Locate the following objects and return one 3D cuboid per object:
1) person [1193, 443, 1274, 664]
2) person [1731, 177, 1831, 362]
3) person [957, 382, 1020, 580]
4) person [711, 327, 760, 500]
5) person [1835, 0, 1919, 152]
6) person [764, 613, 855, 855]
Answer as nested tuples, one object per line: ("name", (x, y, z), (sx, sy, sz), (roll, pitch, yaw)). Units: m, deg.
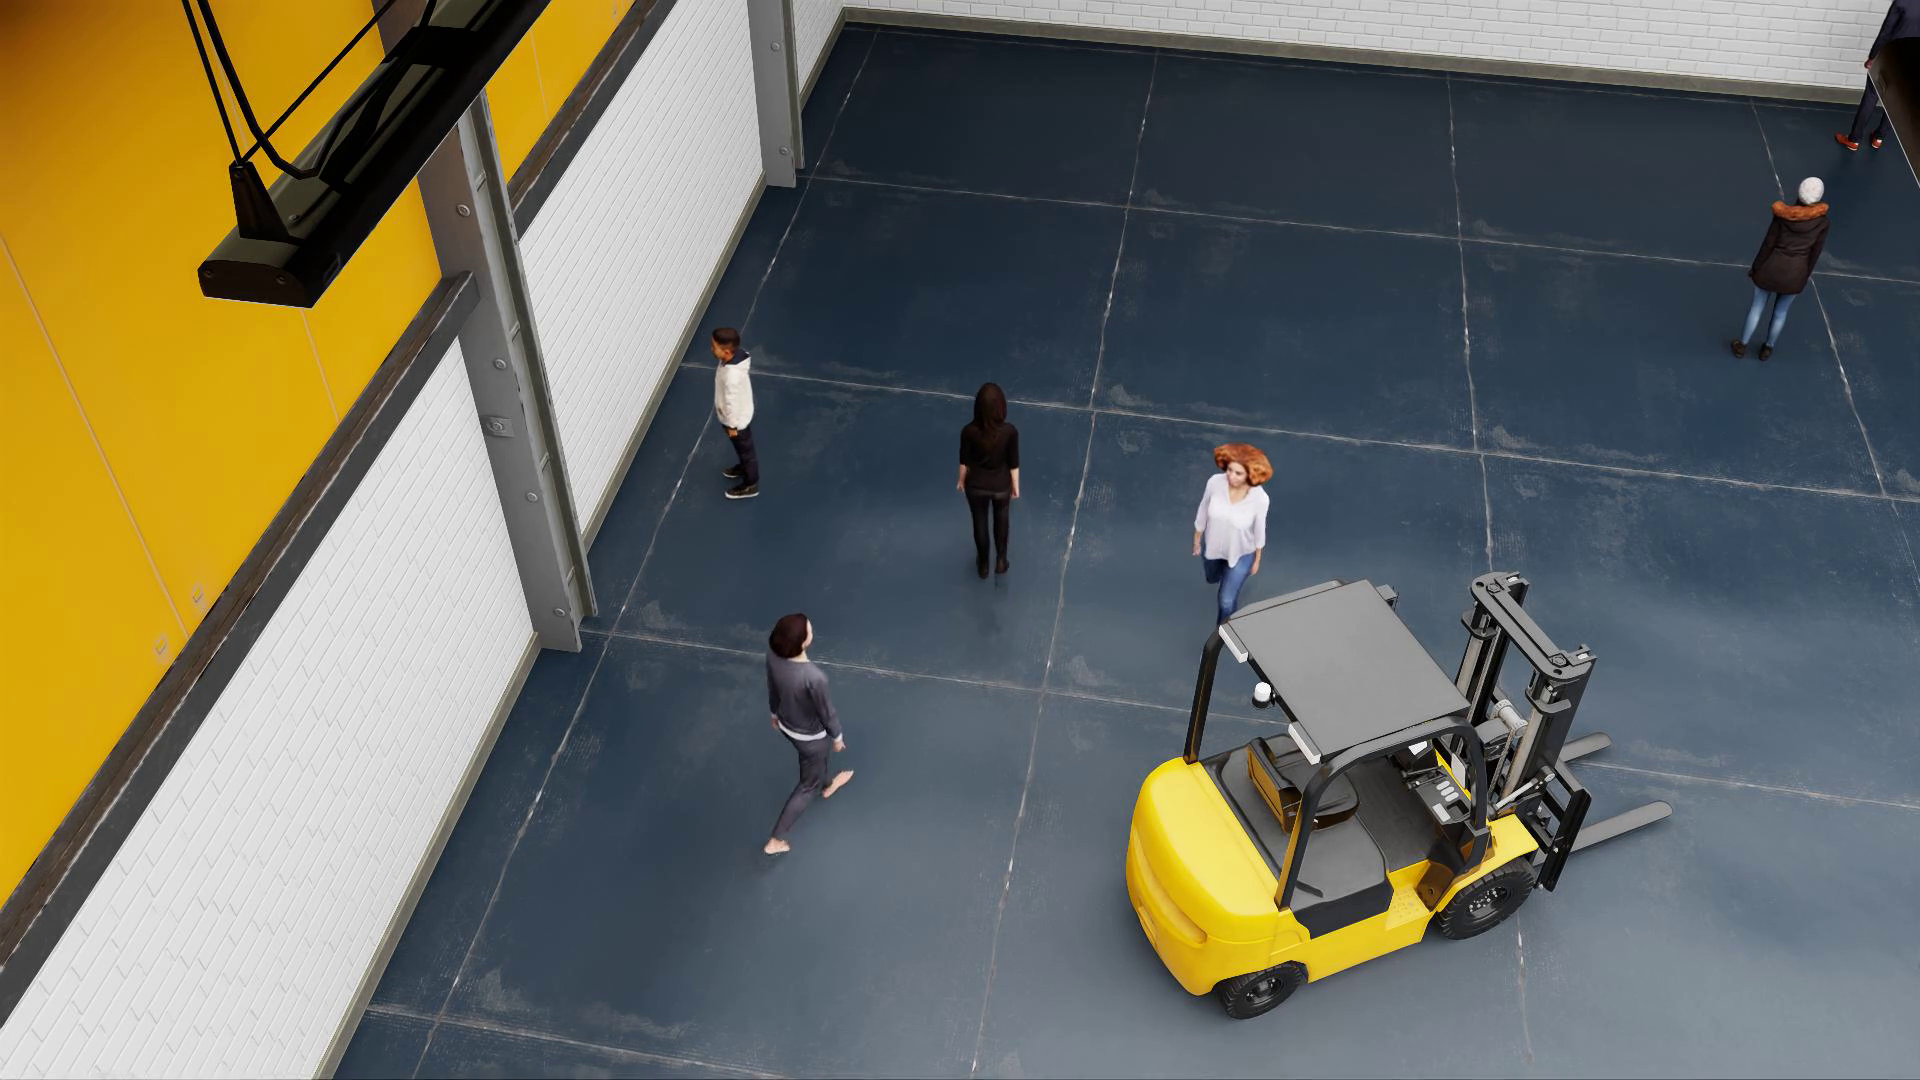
("person", (1.812, -0.012, 10.915), (0.914, 1.690, 1.134), (25, 49, 24))
("person", (6.524, -2.139, 13.188), (0.657, 1.636, 0.637), (13, 45, 13))
("person", (0.194, -0.326, 11.287), (0.634, 1.632, 0.652), (-3, 44, -3))
("person", (-1.610, -0.946, 12.070), (0.720, 1.450, 0.569), (-6, 44, -6))
("person", (8.744, -4.498, 15.527), (0.733, 1.825, 0.677), (-1, 44, -1))
("person", (-0.958, 1.143, 9.668), (0.973, 1.739, 1.180), (30, 51, 28))
